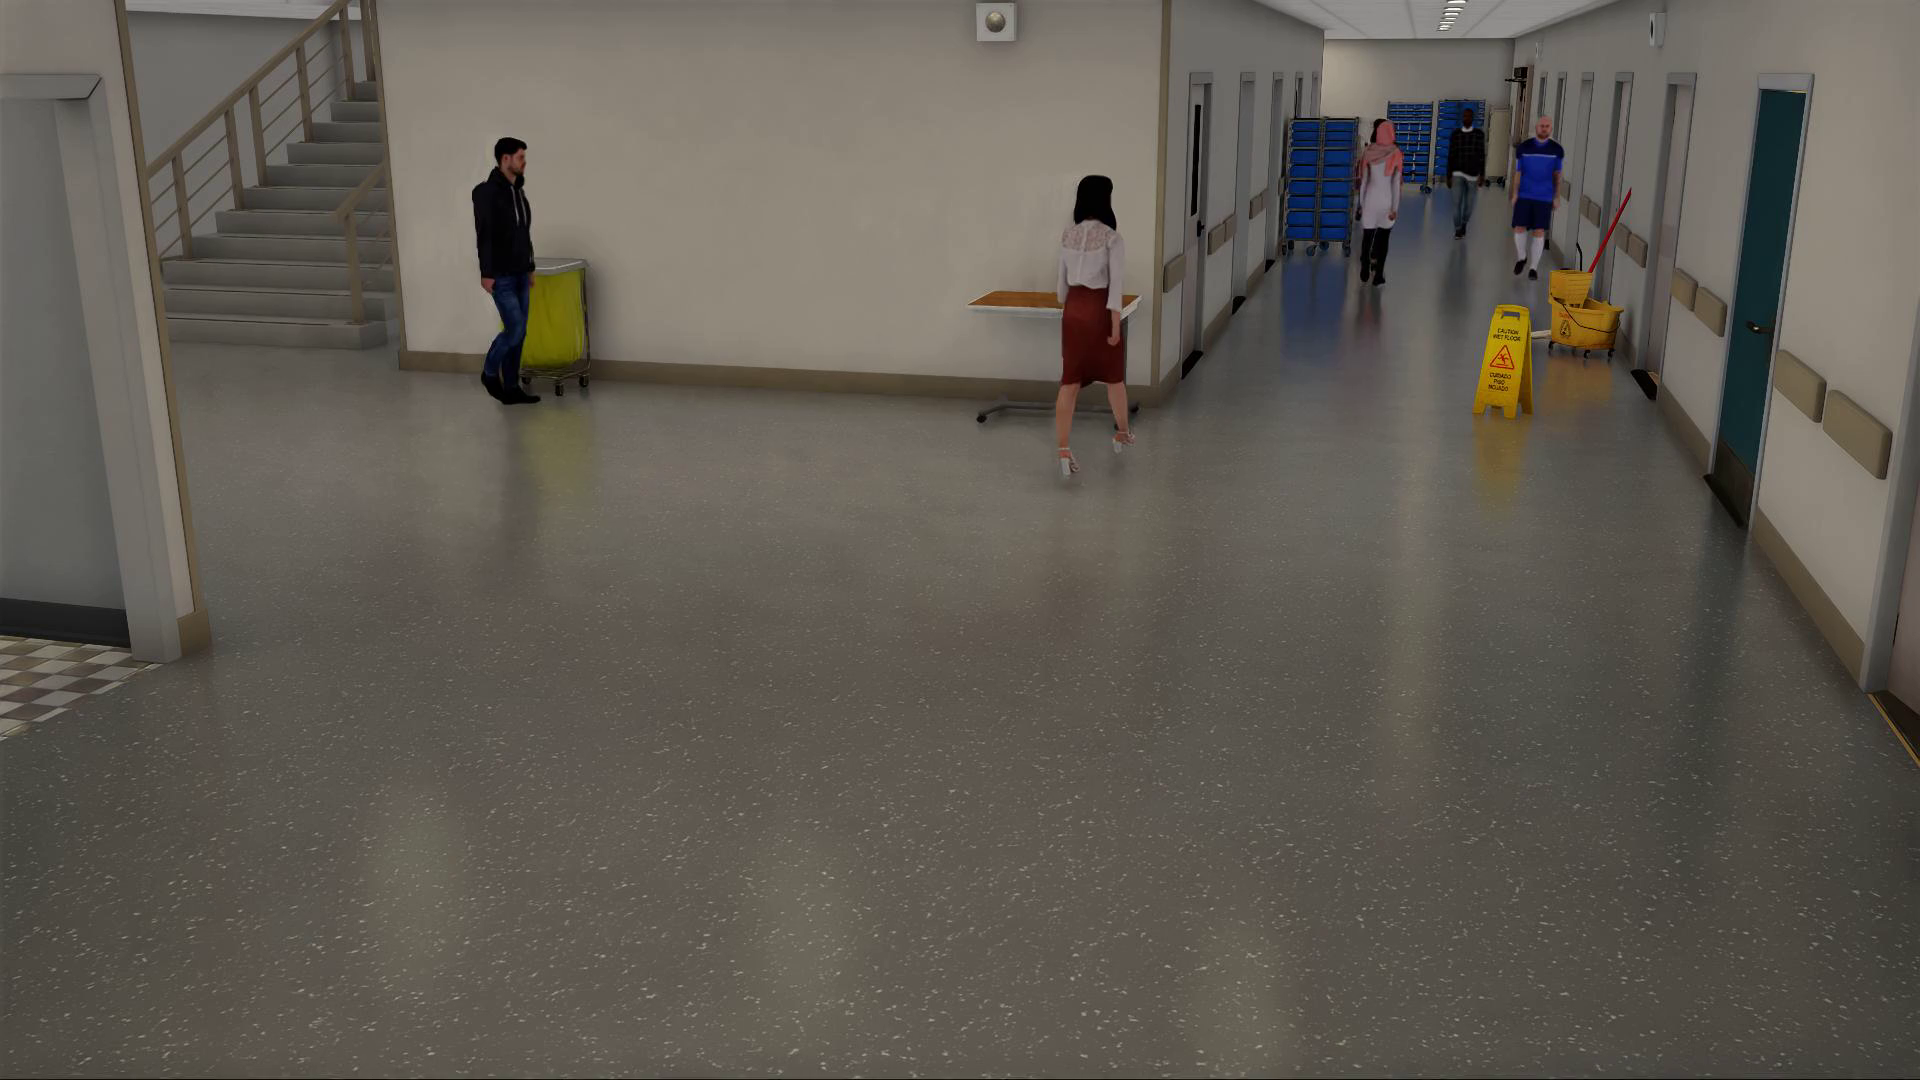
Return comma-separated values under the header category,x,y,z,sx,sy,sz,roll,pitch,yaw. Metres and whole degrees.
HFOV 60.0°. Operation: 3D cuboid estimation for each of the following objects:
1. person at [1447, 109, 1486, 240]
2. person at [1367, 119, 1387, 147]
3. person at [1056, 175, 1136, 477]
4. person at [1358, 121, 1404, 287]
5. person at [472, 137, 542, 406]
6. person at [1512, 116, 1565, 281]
category,x,y,z,sx,sy,sz,roll,pitch,yaw
person,7.140,-5.144,23.482,0.681,1.789,1.158,4,16,15
person,6.207,-5.442,24.819,0.718,1.636,1.017,0,16,-1
person,0.714,-1.188,9.620,0.859,1.696,1.181,10,19,32
person,4.551,-3.638,18.145,0.736,1.786,1.062,8,17,25
person,-3.272,-1.873,11.727,0.776,1.872,0.642,6,17,21
person,6.561,-3.899,18.990,0.684,1.830,0.675,5,17,18
